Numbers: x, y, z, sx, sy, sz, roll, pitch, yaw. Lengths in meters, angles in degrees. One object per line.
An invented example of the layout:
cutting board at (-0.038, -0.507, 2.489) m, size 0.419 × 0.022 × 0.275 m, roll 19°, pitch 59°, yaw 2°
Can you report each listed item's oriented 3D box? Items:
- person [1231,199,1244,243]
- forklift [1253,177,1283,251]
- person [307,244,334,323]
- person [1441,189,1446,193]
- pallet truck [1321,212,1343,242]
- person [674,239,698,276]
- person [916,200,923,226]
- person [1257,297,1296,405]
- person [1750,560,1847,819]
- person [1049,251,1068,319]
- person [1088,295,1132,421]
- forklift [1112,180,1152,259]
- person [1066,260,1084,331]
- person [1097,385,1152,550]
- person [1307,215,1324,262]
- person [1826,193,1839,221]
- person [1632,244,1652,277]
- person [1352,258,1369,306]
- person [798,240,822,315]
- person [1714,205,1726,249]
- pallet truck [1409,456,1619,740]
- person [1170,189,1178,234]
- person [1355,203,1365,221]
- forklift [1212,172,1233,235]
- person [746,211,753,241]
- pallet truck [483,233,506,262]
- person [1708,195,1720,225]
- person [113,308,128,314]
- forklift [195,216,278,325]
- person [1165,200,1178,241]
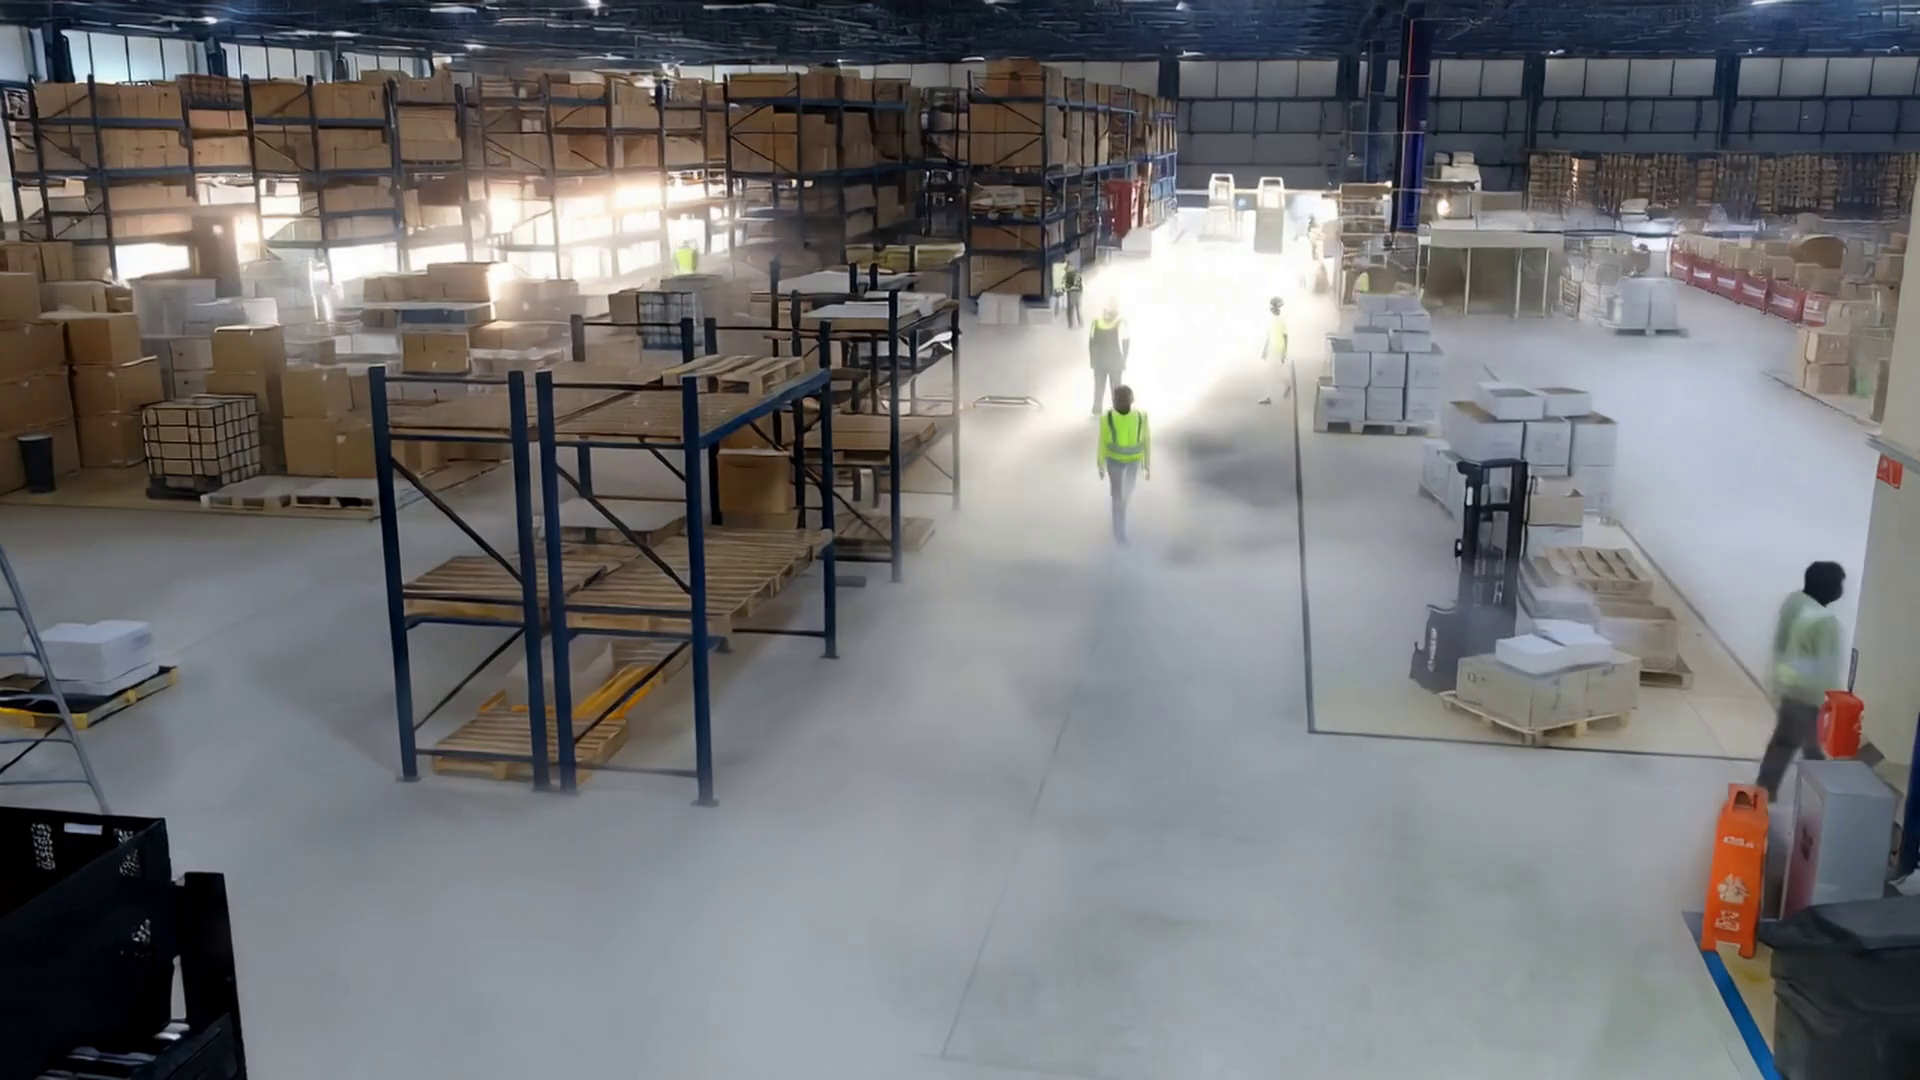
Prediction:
person at (11.603, -13.372, 69.682) m, size 0.404 × 1.826 × 0.593 m, roll -10°, pitch 17°, yaw -35°
forklift at (12.083, -12.747, 64.956) m, size 1.129 × 2.768 × 1.873 m, roll 3°, pitch 14°, yaw 10°
person at (-15.631, -6.281, 40.711) m, size 0.587 × 1.911 × 0.397 m, roll -7°, pitch 16°, yaw -27°
person at (23.544, -16.247, 81.350) m, size 0.404 × 1.826 × 0.591 m, roll 8°, pitch 16°, yaw 28°
pallet truck at (15.874, -13.227, 70.310) m, size 0.680 × 1.201 × 1.601 m, roll 10°, pitch 17°, yaw 35°
person at (-7.203, -7.011, 43.824) m, size 0.645 × 1.832 × 0.504 m, roll 3°, pitch 14°, yaw 14°
person at (-1.998, -16.498, 82.140) m, size 0.542 × 1.931 × 0.376 m, roll -4°, pitch 14°, yaw -14°
person at (5.459, -3.249, 28.524) m, size 0.738 × 1.850 × 0.526 m, roll -5°, pitch 15°, yaw -19°
person at (5.832, 1.029, 11.232) m, size 0.846 × 1.810 × 0.643 m, roll 3°, pitch 14°, yaw 12°
person at (2.434, -6.346, 41.405) m, size 0.533 × 1.697 × 0.318 m, roll 10°, pitch 17°, yaw 34°
person at (2.374, -2.911, 26.749) m, size 0.673 × 2.000 × 0.536 m, roll 7°, pitch 16°, yaw 27°
forklift at (6.082, -11.722, 60.796) m, size 1.873 × 2.768 × 1.129 m, roll 2°, pitch 14°, yaw 9°
person at (2.687, -5.729, 39.017) m, size 0.311 × 1.639 × 0.513 m, roll -11°, pitch 18°, yaw -37°
person at (1.864, -0.813, 18.672) m, size 0.580 × 1.828 × 0.992 m, roll -3°, pitch 14°, yaw -11°
person at (12.646, -10.711, 59.264) m, size 0.597 × 1.633 × 0.535 m, roll 9°, pitch 17°, yaw 33°
person at (41.854, -15.823, 79.676) m, size 0.994 × 1.799 × 0.579 m, roll 10°, pitch 17°, yaw 34°
person at (18.600, -7.284, 45.418) m, size 0.507 × 1.599 × 0.812 m, roll 2°, pitch 14°, yaw 7°
person at (8.656, -5.200, 36.355) m, size 0.972 × 1.884 × 0.571 m, roll 1°, pitch 14°, yaw 3°
person at (-3.705, -6.397, 41.032) m, size 0.610 × 1.983 × 0.410 m, roll -4°, pitch 14°, yaw -16°
person at (30.044, -12.395, 65.903) m, size 0.905 × 1.724 × 0.533 m, roll 0°, pitch 14°, yaw -1°
pallet truck at (4.504, 0.400, 13.395) m, size 0.823 × 1.965 × 1.885 m, roll -6°, pitch 15°, yaw -23°
person at (9.761, -14.969, 75.798) m, size 0.396 × 1.993 × 0.618 m, roll -2°, pitch 14°, yaw -7°
person at (15.186, -11.871, 63.339) m, size 0.378 × 1.936 × 0.548 m, roll 1°, pitch 14°, yaw 5°
forklift at (11.615, -14.945, 73.883) m, size 1.129 × 2.768 × 1.873 m, roll 3°, pitch 14°, yaw 10°
person at (-8.804, -13.162, 69.262) m, size 0.507 × 1.611 × 0.721 m, roll 4°, pitch 14°, yaw 14°
pallet truck at (-11.832, -7.026, 43.548) m, size 1.885 × 1.965 × 0.823 m, roll 8°, pitch 16°, yaw 28°
person at (32.145, -13.761, 71.069) m, size 0.979 × 1.899 × 0.606 m, roll 8°, pitch 16°, yaw 30°
person at (-13.293, -2.719, 26.248) m, size 0.723 × 1.912 × 0.660 m, roll 5°, pitch 15°, yaw 21°
forklift at (-15.751, -5.500, 35.534) m, size 1.873 × 2.768 × 1.129 m, roll 3°, pitch 14°, yaw 10°
person at (9.053, -13.670, 71.090) m, size 0.565 × 1.718 × 0.904 m, roll 2°, pitch 14°, yaw 10°
